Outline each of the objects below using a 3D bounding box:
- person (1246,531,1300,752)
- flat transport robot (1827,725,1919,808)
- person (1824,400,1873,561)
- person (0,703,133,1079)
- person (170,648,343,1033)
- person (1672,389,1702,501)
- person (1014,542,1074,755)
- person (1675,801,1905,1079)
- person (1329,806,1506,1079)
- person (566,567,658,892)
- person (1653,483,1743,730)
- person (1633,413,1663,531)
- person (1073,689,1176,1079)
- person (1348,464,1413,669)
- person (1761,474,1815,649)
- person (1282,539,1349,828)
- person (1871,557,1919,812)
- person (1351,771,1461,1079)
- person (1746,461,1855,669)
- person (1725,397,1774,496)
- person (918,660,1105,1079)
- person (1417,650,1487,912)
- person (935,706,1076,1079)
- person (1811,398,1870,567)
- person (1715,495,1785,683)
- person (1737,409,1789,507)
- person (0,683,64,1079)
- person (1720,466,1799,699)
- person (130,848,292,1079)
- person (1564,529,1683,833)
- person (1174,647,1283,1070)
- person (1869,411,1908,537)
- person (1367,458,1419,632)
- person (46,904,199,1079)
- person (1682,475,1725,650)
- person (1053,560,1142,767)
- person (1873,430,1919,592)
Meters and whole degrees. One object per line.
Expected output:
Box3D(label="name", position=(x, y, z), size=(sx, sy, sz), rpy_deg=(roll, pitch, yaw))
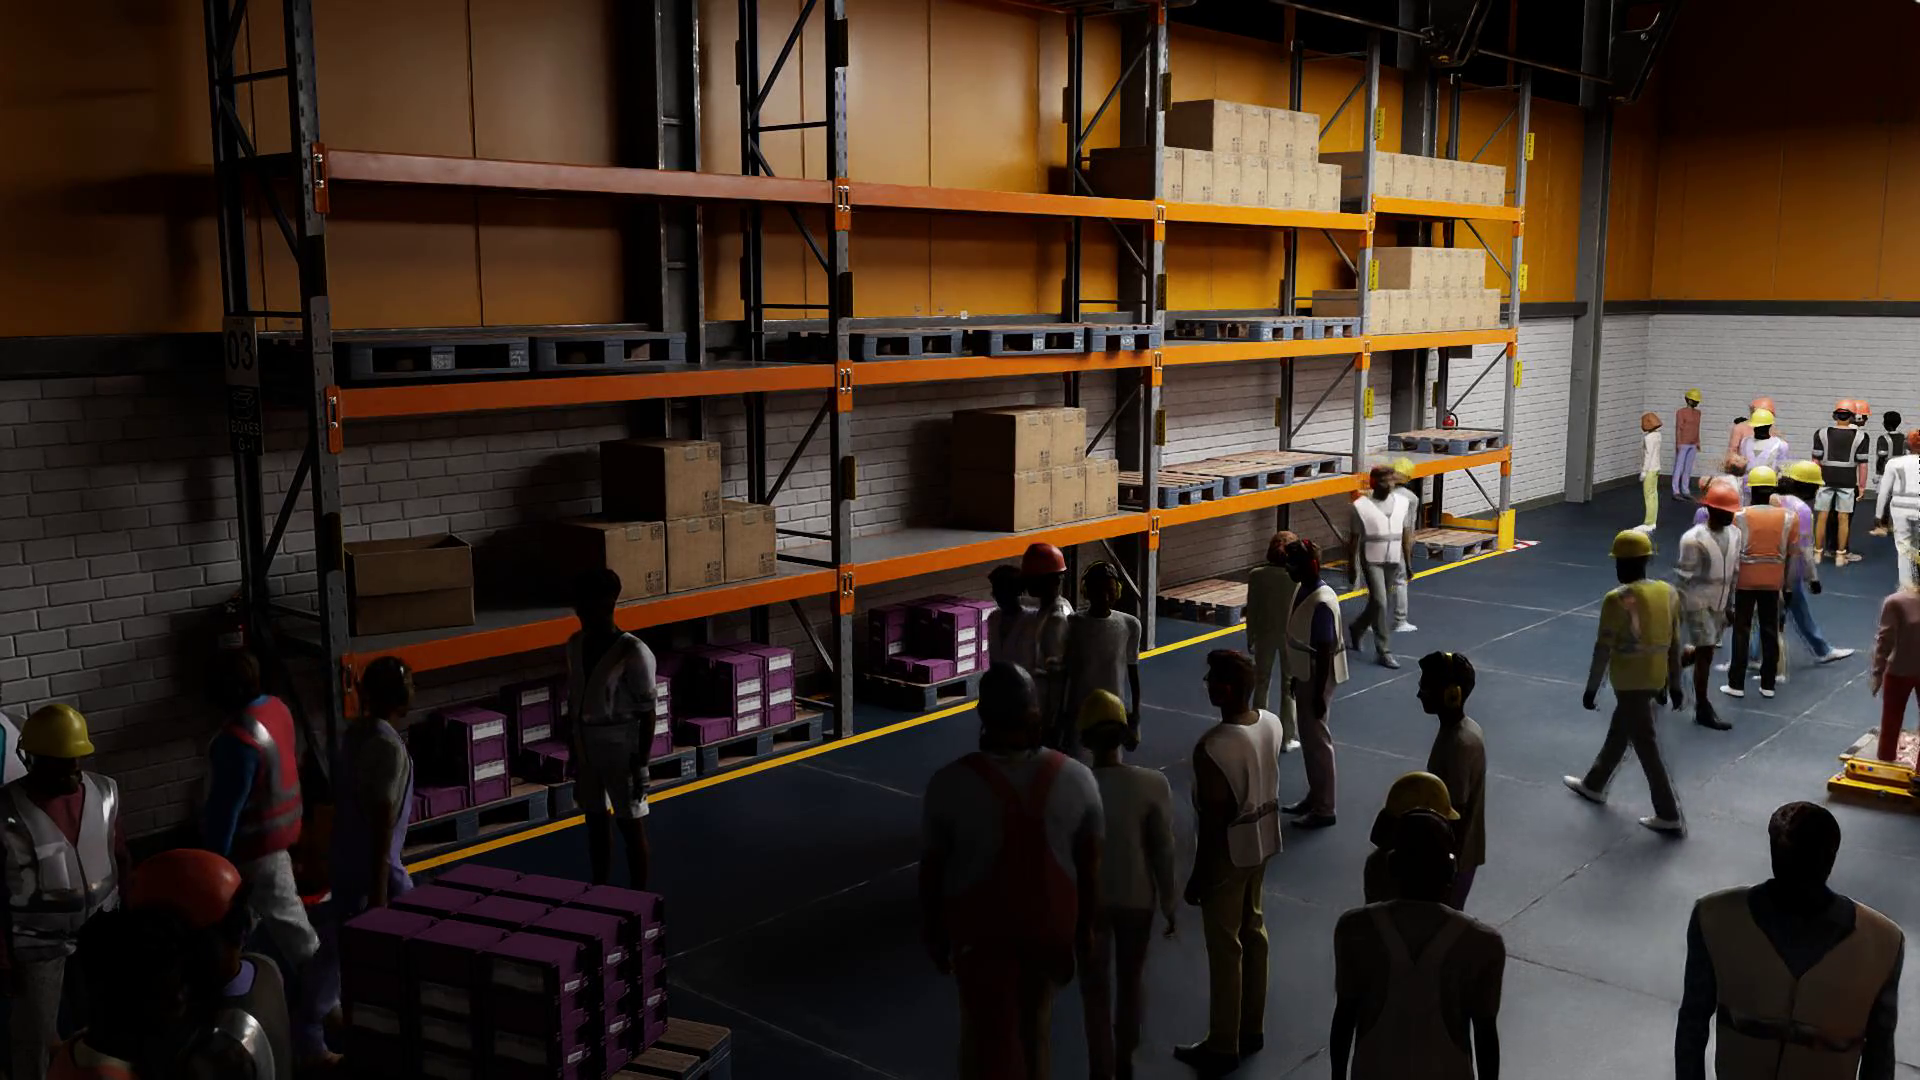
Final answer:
Box3D(label="person", position=(2.338, 0.739, 12.154), size=(0.504, 1.624, 0.295), rpy_deg=(3, 9, 21))
Box3D(label="flat transport robot", position=(6.467, 1.534, 11.366), size=(0.652, 0.197, 1.431), rpy_deg=(7, 11, 40))
Box3D(label="person", position=(10.961, -0.734, 20.499), size=(0.407, 1.986, 0.616), rpy_deg=(0, 9, 2))
Box3D(label="person", position=(-3.481, 1.524, 6.459), size=(0.403, 1.824, 0.591), rpy_deg=(6, 10, 32))
Box3D(label="person", position=(-3.303, 1.371, 7.506), size=(0.995, 1.787, 0.641), rpy_deg=(-1, 9, -9))
Box3D(label="person", position=(11.458, -1.498, 26.152), size=(0.524, 1.760, 0.327), rpy_deg=(-5, 10, -28))
Box3D(label="person", position=(0.504, 0.966, 9.720), size=(0.386, 1.929, 0.544), rpy_deg=(0, 9, -1))
Box3D(label="person", position=(2.477, 1.698, 5.026), size=(0.597, 1.915, 0.370), rpy_deg=(4, 9, 22))
Box3D(label="person", position=(1.389, 1.723, 5.119), size=(0.504, 1.840, 0.342), rpy_deg=(3, 9, 18))
Box3D(label="person", position=(-1.834, 1.106, 8.682), size=(0.608, 1.965, 0.369), rpy_deg=(6, 11, 35))
Box3D(label="person", position=(5.729, 0.474, 12.983), size=(0.547, 1.909, 0.824), rpy_deg=(-4, 10, -25))
Box3D(label="person", position=(9.497, -0.936, 22.925), size=(0.284, 1.633, 0.498), rpy_deg=(7, 11, 37))
Box3D(label="person", position=(0.609, 1.476, 6.986), size=(0.545, 1.740, 0.676), rpy_deg=(-1, 9, -3))
Box3D(label="person", position=(3.756, 0.200, 15.019), size=(0.572, 1.821, 0.852), rpy_deg=(-4, 10, -23))
Box3D(label="person", position=(7.554, 0.229, 15.240), size=(0.597, 1.677, 0.548), rpy_deg=(-9, 12, -44))
Box3D(label="person", position=(2.224, 0.899, 10.484), size=(0.417, 1.828, 0.561), rpy_deg=(0, 9, -1))
Box3D(label="person", position=(6.210, 0.905, 10.764), size=(0.584, 1.710, 0.804), rpy_deg=(2, 9, 13))
Box3D(label="person", position=(1.563, 1.659, 5.875), size=(0.342, 1.736, 0.486), rpy_deg=(0, 9, -3))
Box3D(label="person", position=(7.396, 0.237, 14.626), size=(1.013, 1.860, 0.603), rpy_deg=(2, 9, 10))
Box3D(label="person", position=(10.017, -0.855, 21.301), size=(0.765, 1.984, 0.625), rpy_deg=(-2, 9, -12))
Box3D(label="person", position=(0.177, 1.414, 6.458), size=(0.688, 2.000, 1.043), rpy_deg=(-2, 9, -14))
Box3D(label="person", position=(2.101, 1.393, 7.186), size=(0.326, 1.862, 0.510), rpy_deg=(3, 9, 17))
Box3D(label="person", position=(0.186, 1.519, 6.421), size=(0.566, 1.842, 0.389), rpy_deg=(1, 9, 5))
Box3D(label="person", position=(10.601, -0.691, 20.081), size=(0.612, 2.031, 0.403), rpy_deg=(5, 10, 29))
Box3D(label="person", position=(6.808, 0.415, 14.291), size=(0.676, 1.610, 0.503), rpy_deg=(4, 10, 27))
Box3D(label="person", position=(9.530, -0.600, 19.837), size=(0.382, 1.920, 0.585), rpy_deg=(-7, 11, -38))
Box3D(label="person", position=(-4.153, 1.419, 7.109), size=(0.429, 1.830, 0.638), rpy_deg=(5, 10, 28))
Box3D(label="person", position=(6.548, 0.349, 13.692), size=(0.595, 1.923, 0.375), rpy_deg=(1, 9, 6))
Box3D(label="person", position=(-1.878, 1.761, 4.240), size=(0.383, 2.036, 0.605), rpy_deg=(-3, 9, -17))
Box3D(label="person", position=(4.266, 0.864, 10.579), size=(0.593, 1.860, 1.018), rpy_deg=(-5, 10, -28))
Box3D(label="person", position=(1.196, 1.384, 7.265), size=(0.389, 1.849, 0.567), rpy_deg=(7, 11, 39))
Box3D(label="person", position=(12.524, -0.891, 22.422), size=(0.540, 1.697, 0.317), rpy_deg=(-4, 10, -24))
Box3D(label="person", position=(4.165, 0.051, 16.345), size=(0.629, 1.701, 0.334), rpy_deg=(1, 9, 4))
Box3D(label="person", position=(-1.987, 1.831, 4.029), size=(0.379, 1.959, 0.603), rpy_deg=(-6, 11, -34))
Box3D(label="person", position=(6.955, 0.220, 15.440), size=(0.515, 1.641, 0.315), rpy_deg=(-7, 11, -38))
Box3D(label="person", position=(0.784, 1.034, 9.508), size=(0.509, 1.860, 0.334), rpy_deg=(0, 9, 0))
Box3D(label="person", position=(10.193, -0.269, 17.914), size=(0.599, 1.844, 0.909), rpy_deg=(2, 9, 14))
